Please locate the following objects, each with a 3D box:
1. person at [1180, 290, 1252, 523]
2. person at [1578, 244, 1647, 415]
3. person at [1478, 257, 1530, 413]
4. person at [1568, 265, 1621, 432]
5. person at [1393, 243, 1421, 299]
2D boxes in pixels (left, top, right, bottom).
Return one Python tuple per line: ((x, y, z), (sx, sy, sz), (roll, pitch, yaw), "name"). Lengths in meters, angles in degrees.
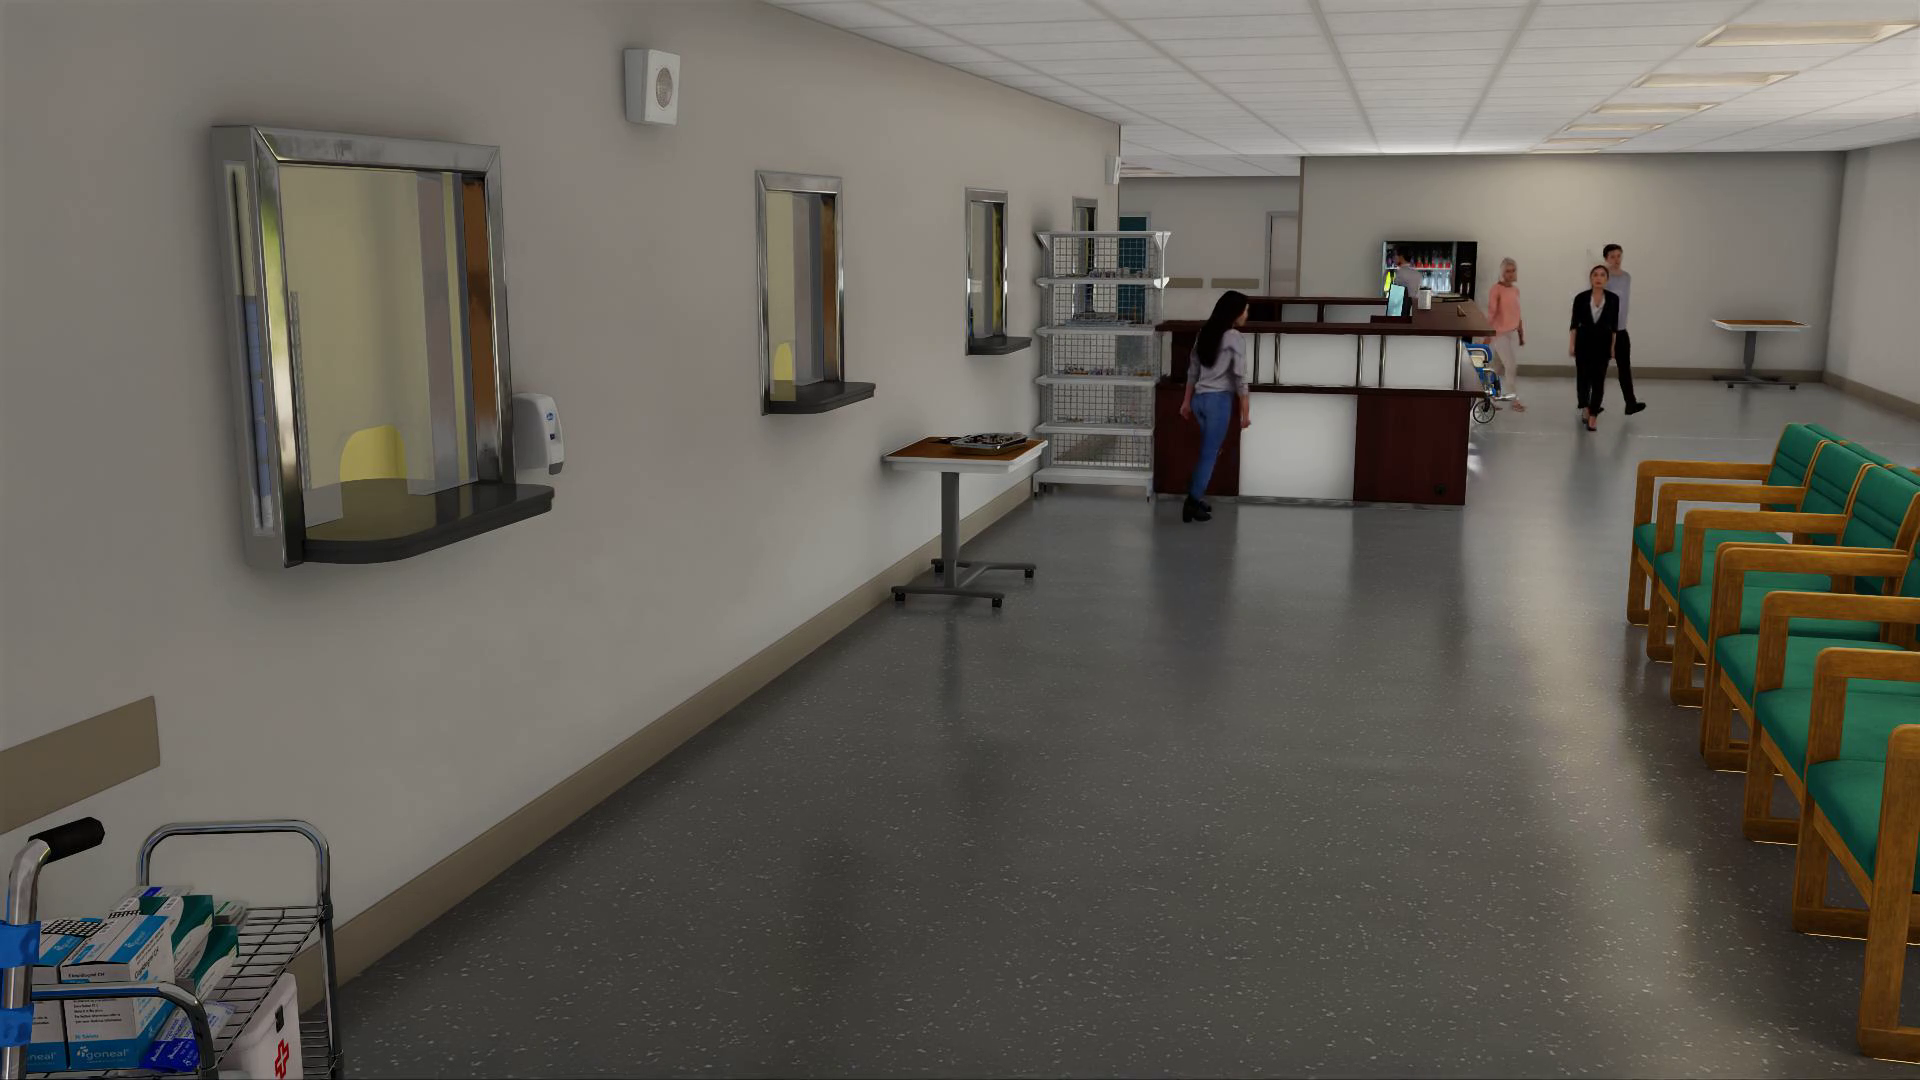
((1.692, -0.900, 11.491), (0.848, 1.589, 0.788), (-9, 14, -40), "person")
((6.945, -2.243, 17.971), (1.221, 1.812, 1.195), (-5, 12, -23), "person")
((5.867, -2.229, 18.245), (0.940, 1.681, 1.029), (-10, 15, -44), "person")
((6.351, -1.904, 16.707), (1.036, 1.617, 0.735), (4, 11, 20), "person")
((5.299, -2.556, 19.575), (1.155, 1.829, 0.967), (9, 14, 38), "person")
